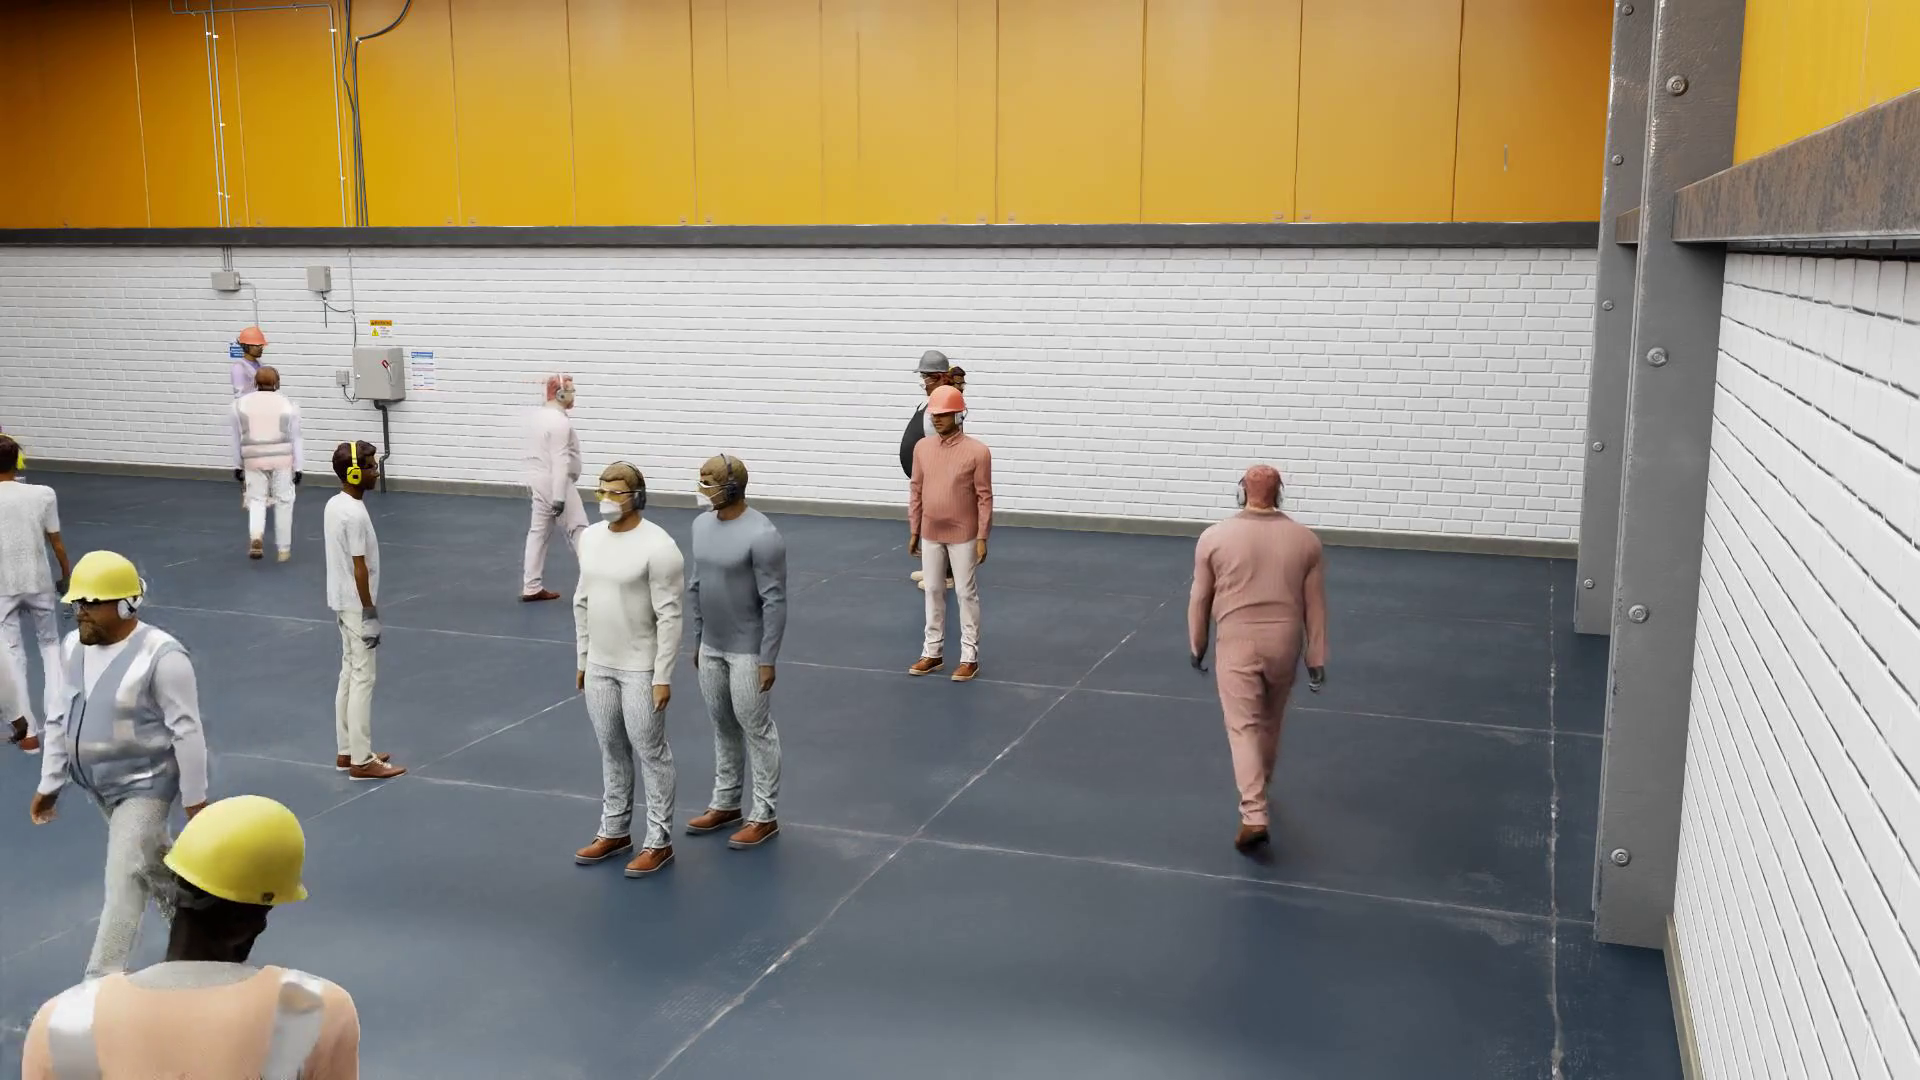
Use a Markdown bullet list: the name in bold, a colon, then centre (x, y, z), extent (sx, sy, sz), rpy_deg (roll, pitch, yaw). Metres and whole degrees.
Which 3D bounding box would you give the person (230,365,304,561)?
- **person**: centre (-6.345, -0.685, 15.277), extent (0.638, 1.828, 0.538), rpy_deg (-3, 10, -14)

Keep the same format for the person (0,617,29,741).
- **person**: centre (-4.334, 0.750, 7.142), extent (0.580, 1.854, 0.836), rpy_deg (-2, 10, -9)

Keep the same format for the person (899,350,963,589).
- **person**: centre (-0.248, -0.606, 14.231), extent (0.537, 2.000, 0.683), rpy_deg (-2, 10, -9)

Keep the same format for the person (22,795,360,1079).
- **person**: centre (-1.502, 1.440, 3.169), extent (0.733, 1.875, 0.487), rpy_deg (-3, 11, -19)

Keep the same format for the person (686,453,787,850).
- **person**: centre (-1.093, 0.534, 8.111), extent (0.629, 1.936, 0.372), rpy_deg (10, 14, 43)

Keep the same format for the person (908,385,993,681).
- **person**: centre (-0.080, -0.048, 11.215), extent (0.622, 1.993, 0.382), rpy_deg (6, 12, 29)

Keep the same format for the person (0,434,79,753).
- **person**: centre (-5.410, 0.310, 9.592), extent (0.579, 1.860, 0.389), rpy_deg (-7, 12, -34)

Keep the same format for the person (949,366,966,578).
- **person**: centre (-0.088, -0.605, 14.725), extent (0.333, 1.866, 0.515), rpy_deg (1, 10, 6)

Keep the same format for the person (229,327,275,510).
- **person**: centre (-7.790, -1.338, 18.399), extent (0.412, 2.030, 0.610), rpy_deg (0, 10, 1)

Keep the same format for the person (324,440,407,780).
- **person**: centre (-3.309, 0.382, 9.154), extent (0.309, 1.868, 0.535), rpy_deg (-7, 12, -34)

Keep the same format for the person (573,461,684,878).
- **person**: centre (-1.557, 0.595, 7.758), extent (0.632, 1.940, 0.372), rpy_deg (7, 12, 33)

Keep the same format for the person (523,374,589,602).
- **person**: centre (-3.218, -0.432, 13.720), extent (0.933, 1.864, 0.664), rpy_deg (-7, 12, -34)

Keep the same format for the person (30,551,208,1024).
- **person**: centre (-3.219, 0.930, 6.293), extent (0.598, 1.785, 0.921), rpy_deg (5, 11, 27)

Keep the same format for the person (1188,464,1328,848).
- **person**: centre (1.500, 0.556, 8.278), extent (0.662, 1.841, 1.058), rpy_deg (-1, 10, -5)
